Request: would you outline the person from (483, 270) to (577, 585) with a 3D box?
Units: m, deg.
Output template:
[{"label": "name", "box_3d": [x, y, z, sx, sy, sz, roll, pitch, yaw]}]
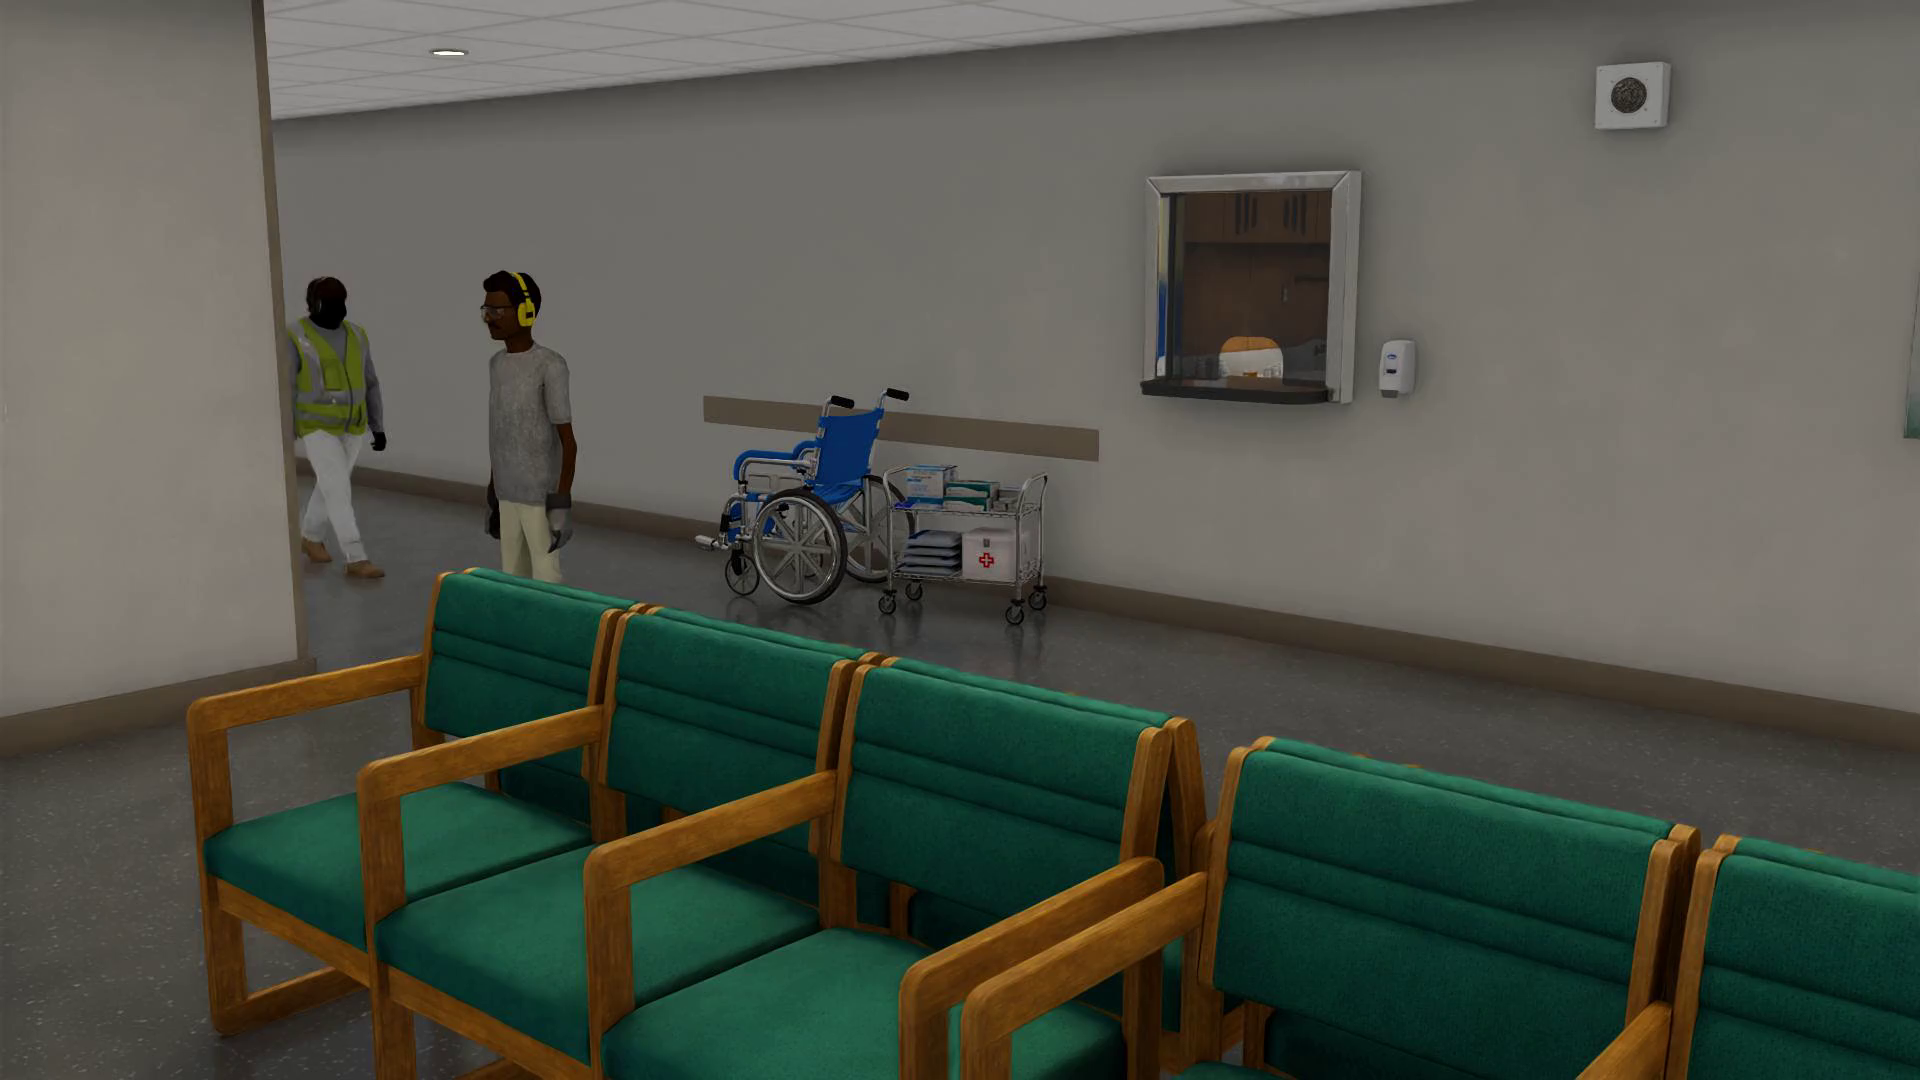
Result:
[{"label": "person", "box_3d": [-1.773, -0.155, 6.784, 0.537, 1.869, 0.312, 8, 13, 40]}]

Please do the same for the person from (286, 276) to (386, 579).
[{"label": "person", "box_3d": [-3.838, -0.696, 10.090, 0.962, 1.801, 0.640, 6, 12, 31]}]
